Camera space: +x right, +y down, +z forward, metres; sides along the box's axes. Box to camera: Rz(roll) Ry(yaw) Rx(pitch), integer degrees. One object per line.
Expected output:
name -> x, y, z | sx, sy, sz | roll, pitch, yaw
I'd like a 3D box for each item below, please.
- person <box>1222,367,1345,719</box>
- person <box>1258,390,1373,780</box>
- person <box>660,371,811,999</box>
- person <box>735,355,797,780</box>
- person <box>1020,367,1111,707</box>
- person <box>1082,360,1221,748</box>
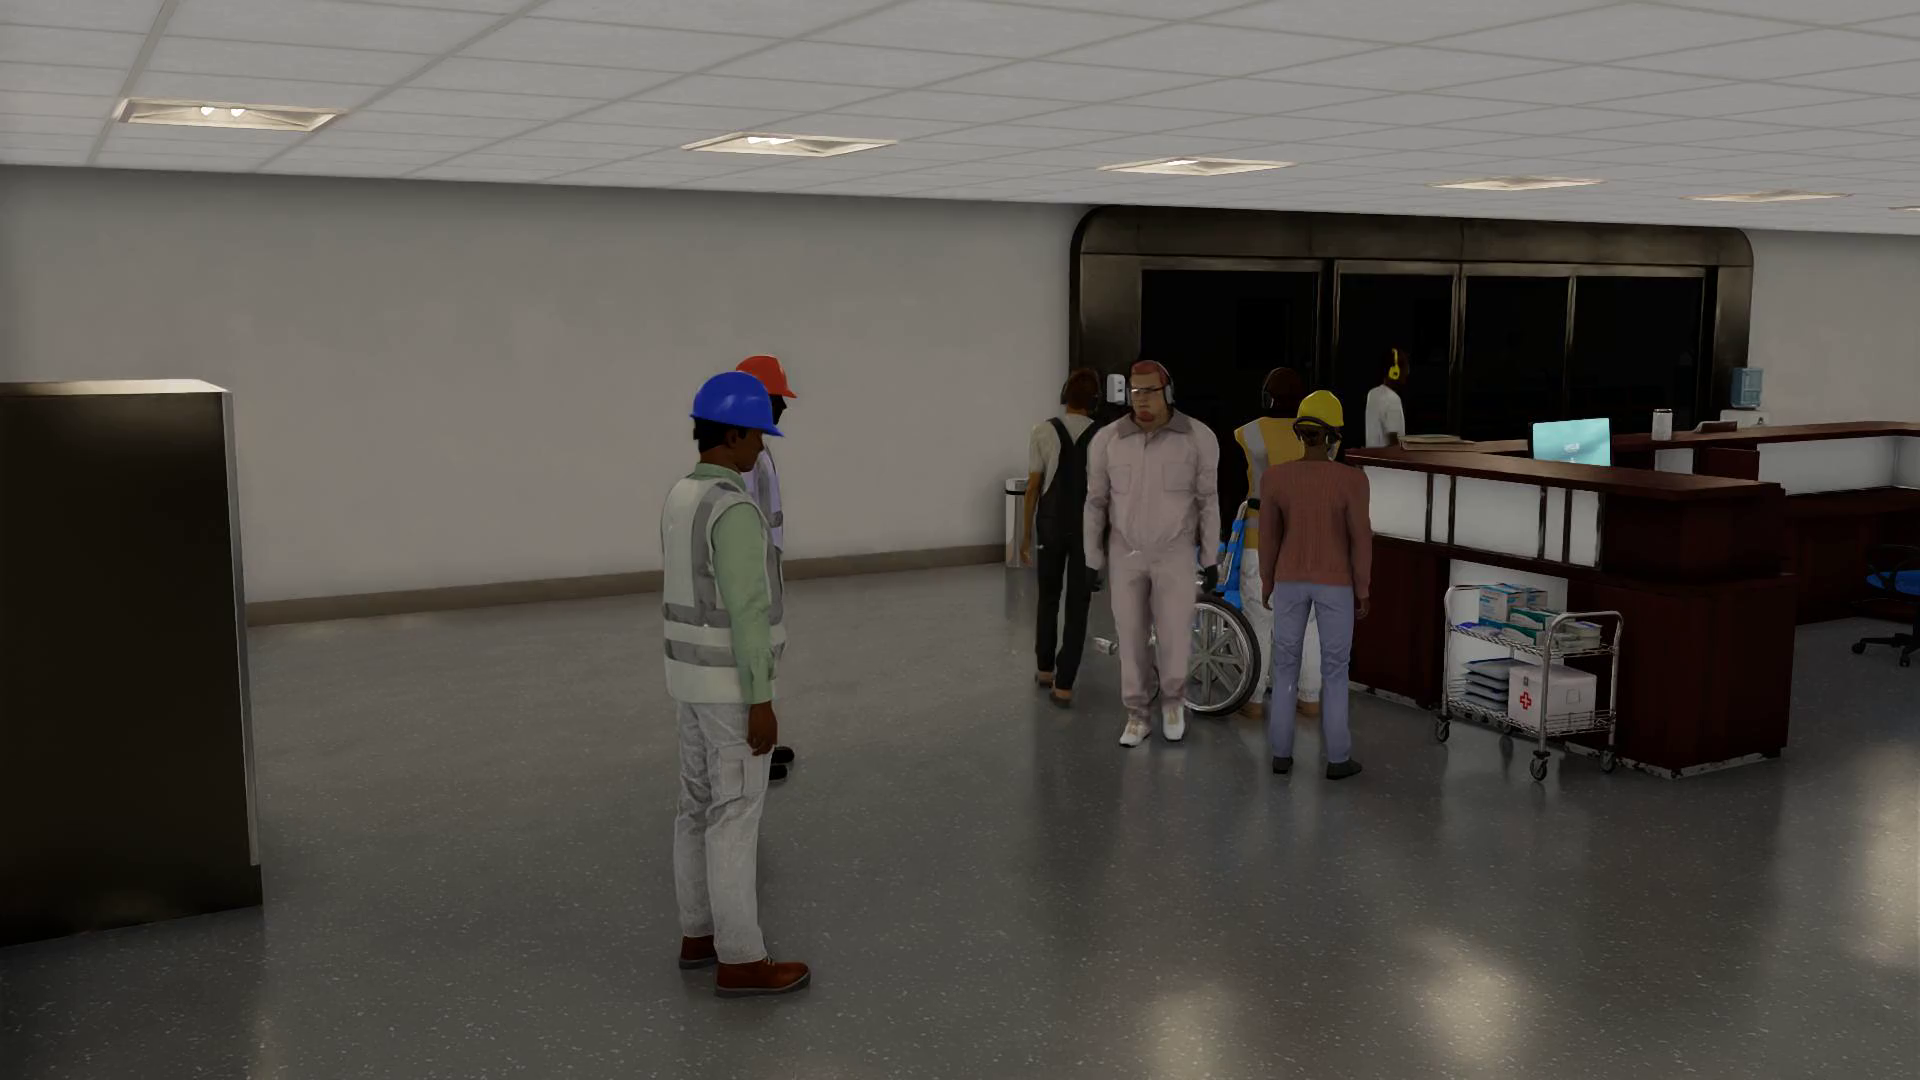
person -> 1.670, 0.022, 8.671 | 0.628, 1.836, 0.428 | -1, 8, -7
person -> 1.615, 0.206, 7.579 | 0.524, 1.769, 0.314 | 4, 9, 27
person -> -0.726, 0.446, 5.210 | 0.395, 1.941, 0.601 | -5, 9, -30
person -> -0.930, 0.122, 7.610 | 0.389, 1.928, 0.550 | 0, 8, 0
person -> 0.611, -0.035, 9.146 | 0.542, 1.808, 0.841 | 1, 8, 4
person -> 0.915, 0.077, 8.067 | 0.668, 1.888, 0.441 | 2, 8, 17
